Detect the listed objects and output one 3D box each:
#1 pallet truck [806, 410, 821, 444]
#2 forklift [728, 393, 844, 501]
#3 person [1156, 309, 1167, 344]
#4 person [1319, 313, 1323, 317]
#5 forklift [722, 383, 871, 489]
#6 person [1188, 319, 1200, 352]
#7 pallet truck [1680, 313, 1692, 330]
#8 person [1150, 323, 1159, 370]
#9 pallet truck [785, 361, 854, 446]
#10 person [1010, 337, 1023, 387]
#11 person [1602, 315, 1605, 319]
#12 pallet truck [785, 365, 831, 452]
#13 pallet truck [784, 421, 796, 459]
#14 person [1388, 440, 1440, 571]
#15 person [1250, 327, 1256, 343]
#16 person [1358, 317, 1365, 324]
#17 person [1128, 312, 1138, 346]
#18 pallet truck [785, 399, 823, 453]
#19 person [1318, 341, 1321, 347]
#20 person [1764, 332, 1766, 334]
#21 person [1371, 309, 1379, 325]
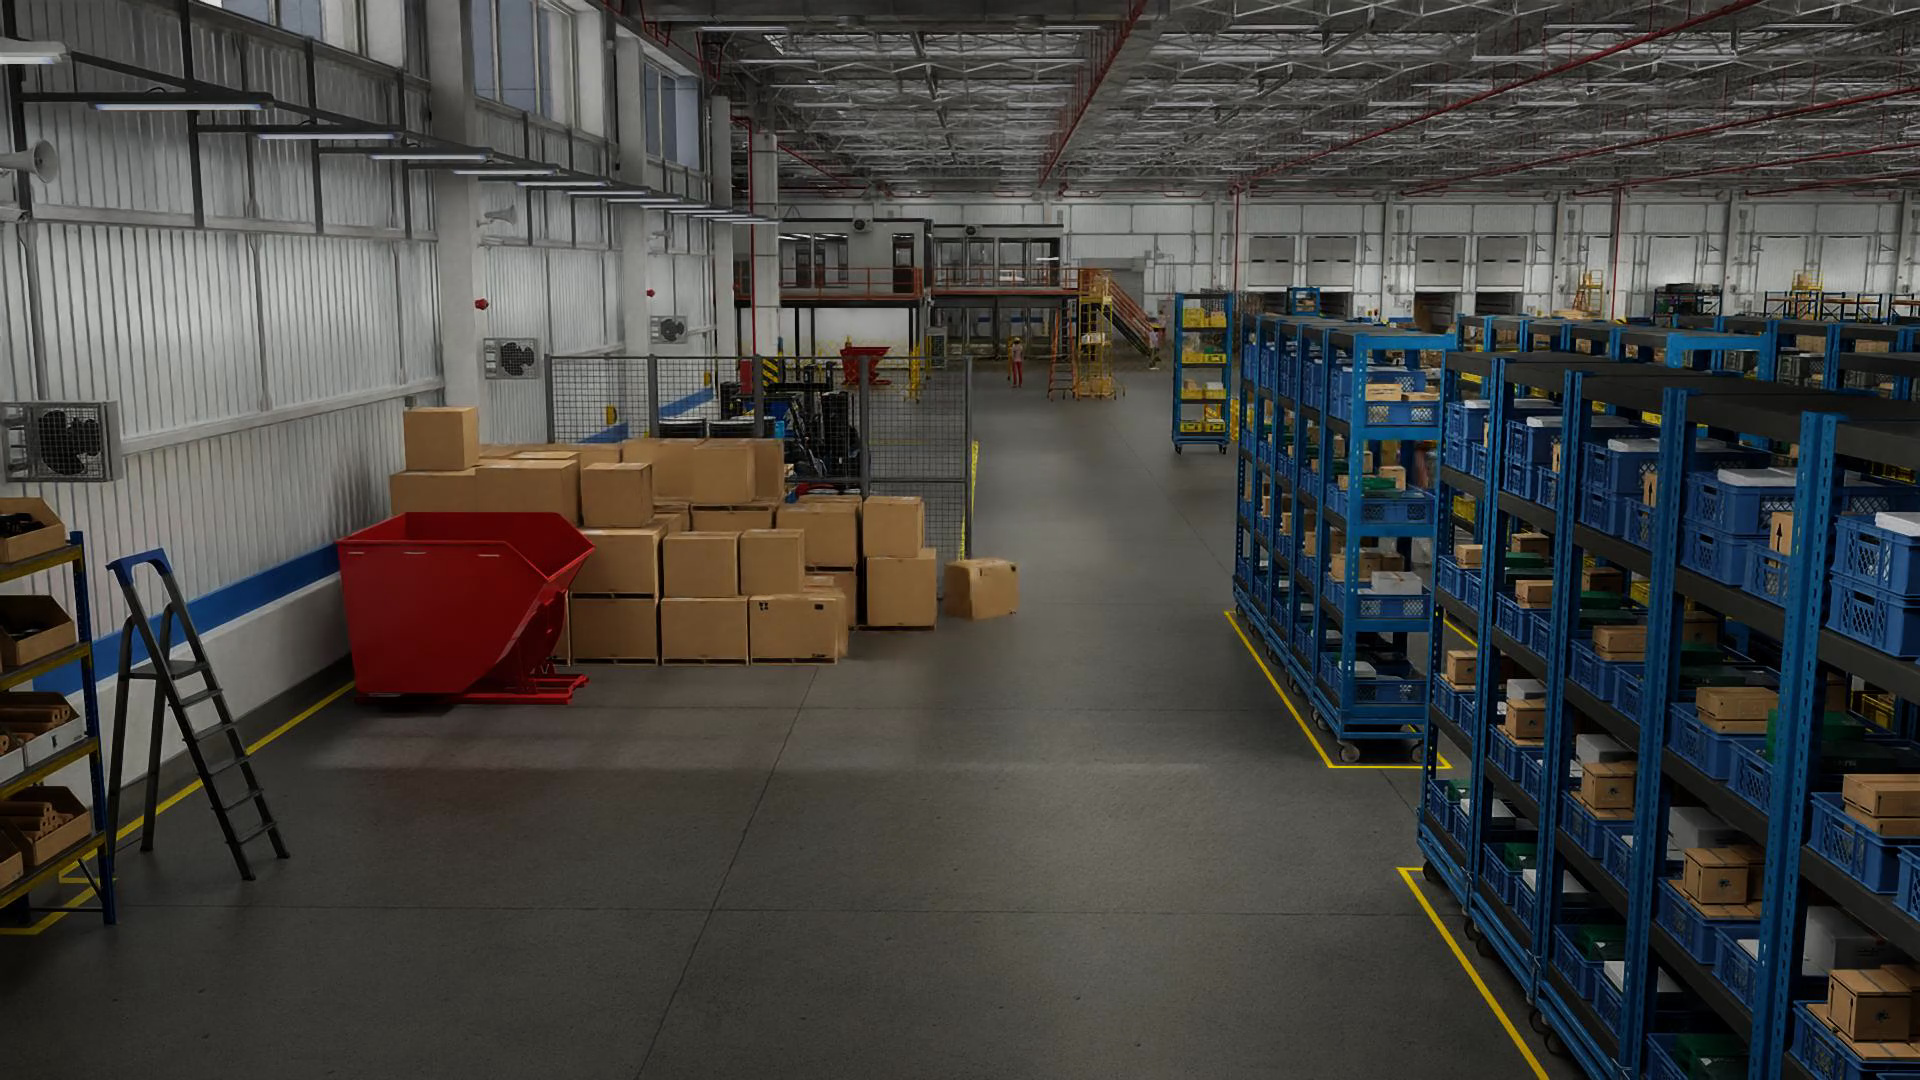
[{"bbox_3d":[-3.559,-2.018,33.905,1.522,1.261,0.704,0,9,-1],"label":"pallet truck"},{"bbox_3d":[-2.979,-1.316,26.476,2.680,1.987,1.157,0,9,1],"label":"forklift"},{"bbox_3d":[11.246,-11.873,92.688,0.642,1.932,1.059,4,10,25],"label":"person"},{"bbox_3d":[19.743,-11.540,91.172,0.525,1.772,0.305,-4,10,-25],"label":"person"},{"bbox_3d":[-2.893,-1.687,28.729,2.680,1.987,1.157,0,9,-1],"label":"forklift"},{"bbox_3d":[11.033,-9.488,78.061,0.645,1.913,0.675,-4,10,-25],"label":"person"},{"bbox_3d":[36.315,-10.531,84.244,0.823,1.965,1.885,-6,11,-33],"label":"pallet truck"},{"bbox_3d":[8.094,-8.031,69.043,0.375,1.922,0.594,7,12,37],"label":"person"},{"bbox_3d":[-3.410,-3.193,38.978,1.885,1.965,0.823,0,9,-1],"label":"pallet truck"},{"bbox_3d":[1.991,-6.271,58.677,0.533,1.767,0.312,-6,11,-32],"label":"person"},{"bbox_3d":[36.372,-12.039,93.707,0.654,1.937,0.757,-1,9,-6],"label":"person"},{"bbox_3d":[-3.774,-2.976,37.635,1.885,1.965,0.823,1,9,5],"label":"pallet truck"},{"bbox_3d":[-4.013,-1.793,32.705,1.601,1.201,0.680,0,9,1],"label":"pallet truck"},{"bbox_3d":[6.323,-0.551,22.804,0.935,1.946,0.656,4,10,21],"label":"person"},{"bbox_3d":[11.789,-7.713,66.726,0.999,2.000,0.688,2,9,14],"label":"person"},{"bbox_3d":[21.096,-10.937,87.703,0.543,1.679,0.431,-1,9,-6],"label":"person"},{"bbox_3d":[9.422,-11.452,90.260,0.639,1.882,1.010,-4,10,-25],"label":"person"},{"bbox_3d":[-3.814,-2.432,36.419,1.630,1.274,0.653,0,9,1],"label":"pallet truck"},{"bbox_3d":[16.960,-9.476,78.253,0.440,1.829,0.578,-3,10,-18],"label":"person"},{"bbox_3d":[39.068,-9.809,80.268,0.429,1.843,0.629,1,9,8],"label":"person"},{"bbox_3d":[23.644,-12.182,94.618,0.549,1.933,0.373,-5,11,-30],"label":"person"}]
